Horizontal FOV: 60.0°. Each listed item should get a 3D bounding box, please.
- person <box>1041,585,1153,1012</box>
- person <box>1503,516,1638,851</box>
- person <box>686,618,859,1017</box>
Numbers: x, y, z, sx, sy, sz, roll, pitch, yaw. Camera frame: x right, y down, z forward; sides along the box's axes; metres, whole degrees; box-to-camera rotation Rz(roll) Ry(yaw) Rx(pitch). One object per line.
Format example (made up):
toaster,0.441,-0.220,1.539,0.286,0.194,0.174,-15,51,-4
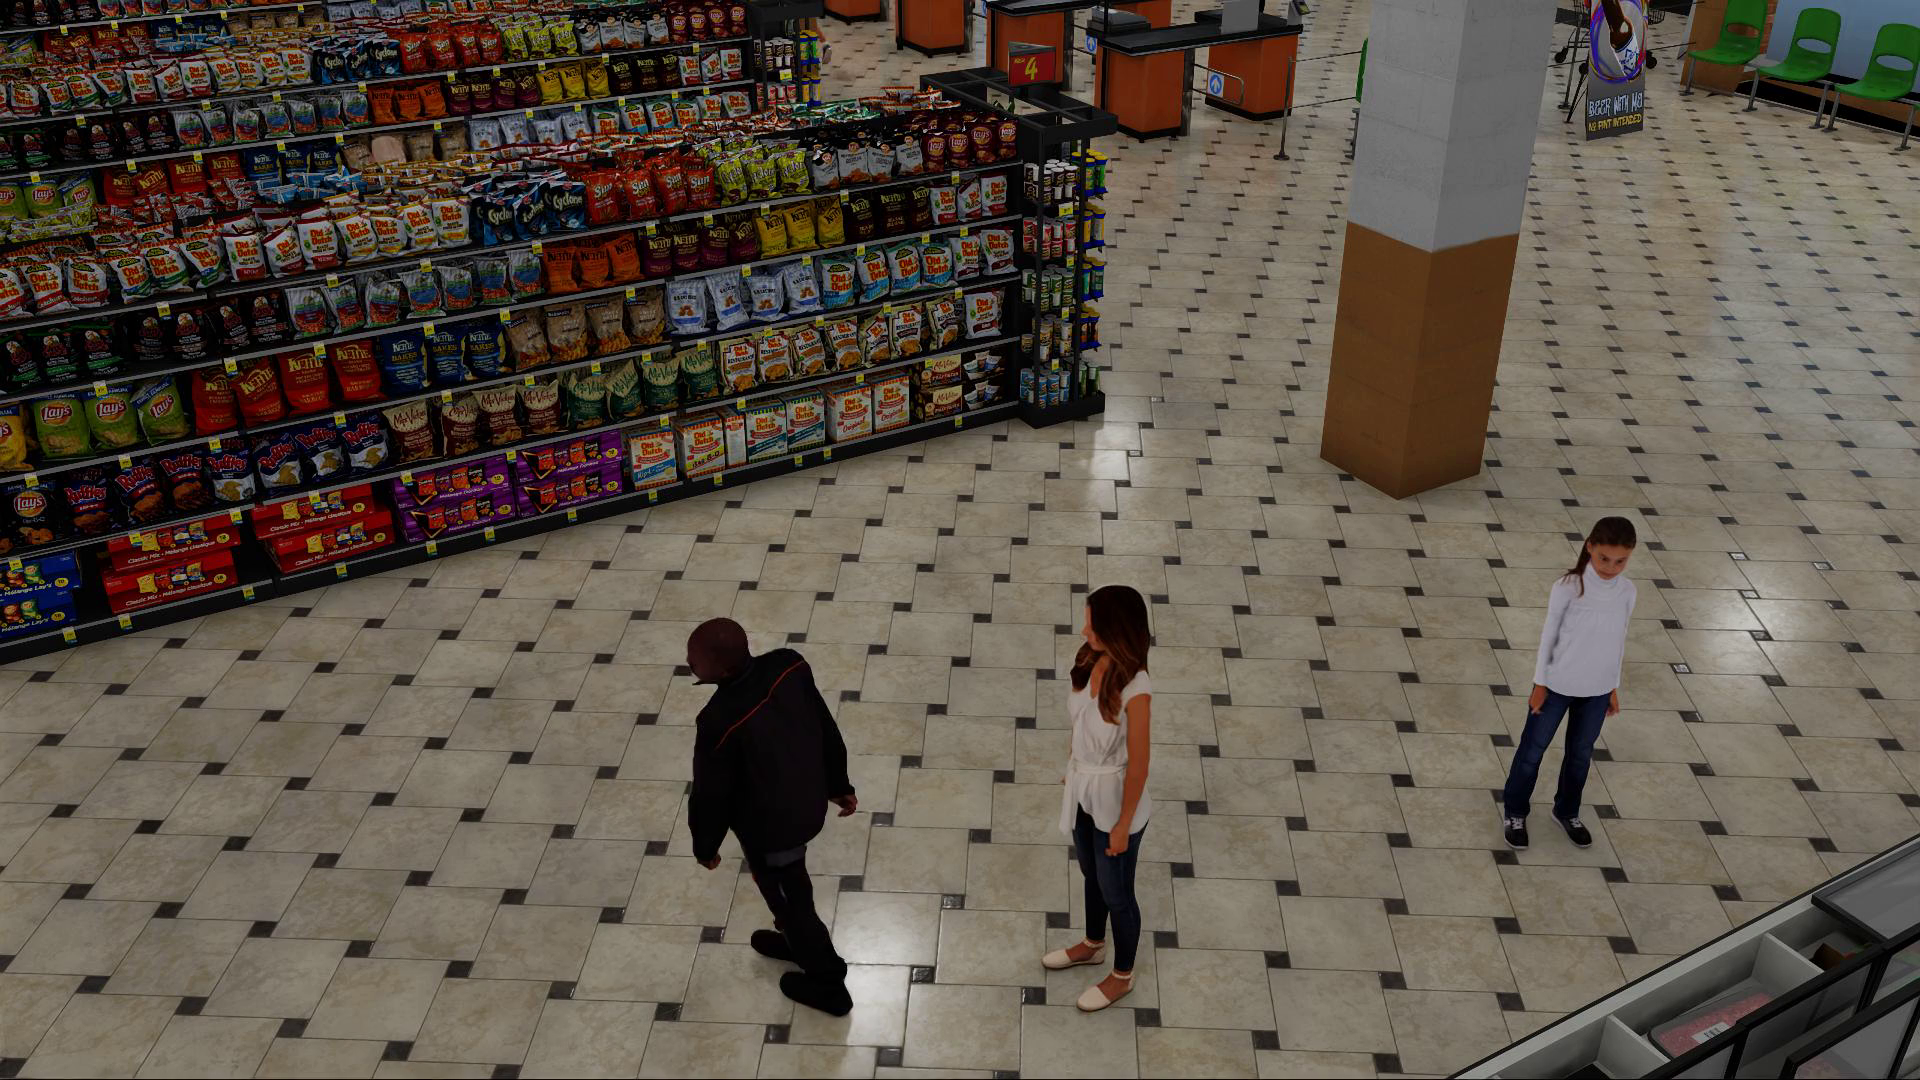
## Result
person,0.546,0.932,6.035,0.552,1.783,0.616,-11,31,-20
person,2.556,0.582,6.912,0.586,1.558,0.679,-1,29,-2
person,-0.587,0.996,5.928,0.896,1.773,0.979,-26,38,-38
